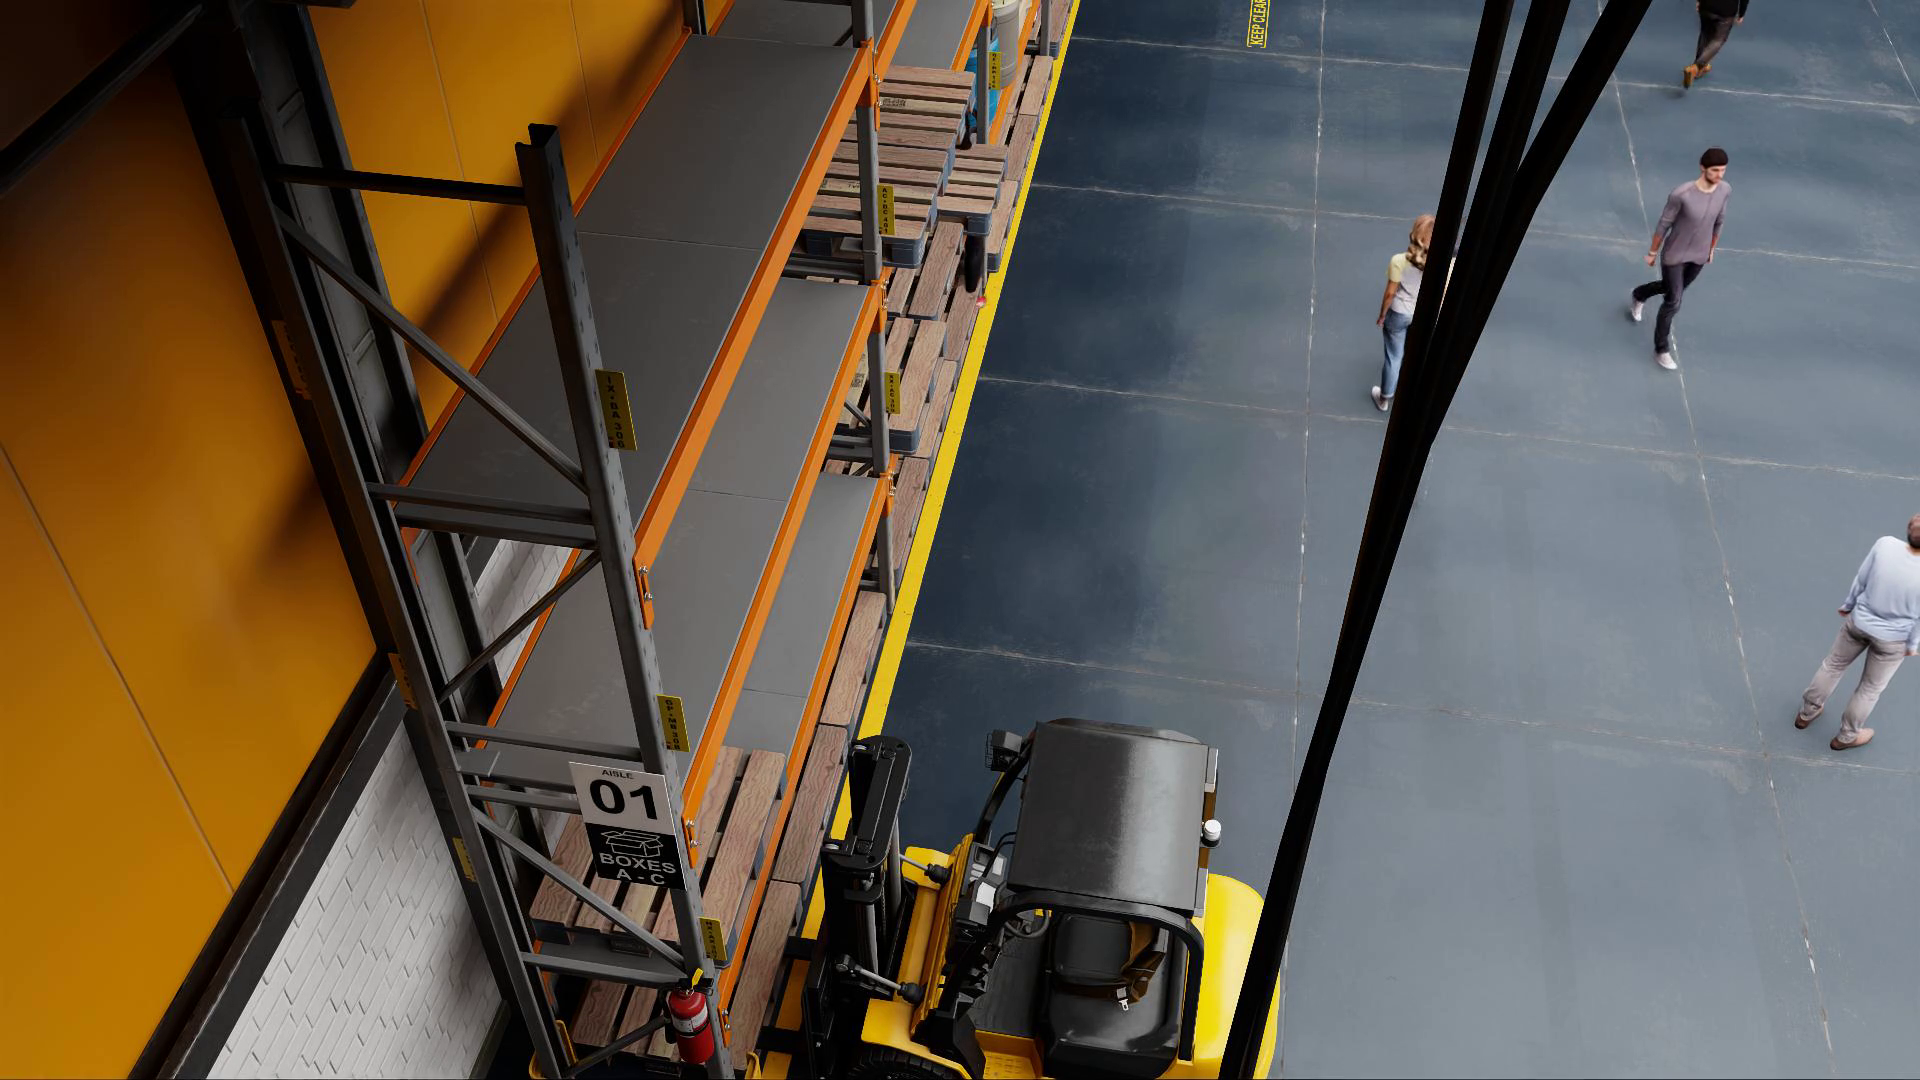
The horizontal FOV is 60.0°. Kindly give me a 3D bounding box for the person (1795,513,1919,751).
[{"bbox_3d":[5.664,0.549,10.262,0.808,1.893,0.744,-25,49,-24],"label":"person"}]

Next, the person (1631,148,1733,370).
[{"bbox_3d":[5.772,-2.348,13.356,0.989,1.821,1.241,-10,45,-10],"label":"person"}]

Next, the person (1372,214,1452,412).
[{"bbox_3d":[3.450,-1.723,12.771,0.654,1.723,0.574,2,44,2],"label":"person"}]

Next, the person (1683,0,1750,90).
[{"bbox_3d":[7.540,-5.319,16.560,1.079,1.703,0.975,-33,53,-30],"label":"person"}]

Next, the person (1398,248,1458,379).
[{"bbox_3d":[3.708,-1.884,13.137,0.632,1.452,0.720,-32,52,-29],"label":"person"}]
